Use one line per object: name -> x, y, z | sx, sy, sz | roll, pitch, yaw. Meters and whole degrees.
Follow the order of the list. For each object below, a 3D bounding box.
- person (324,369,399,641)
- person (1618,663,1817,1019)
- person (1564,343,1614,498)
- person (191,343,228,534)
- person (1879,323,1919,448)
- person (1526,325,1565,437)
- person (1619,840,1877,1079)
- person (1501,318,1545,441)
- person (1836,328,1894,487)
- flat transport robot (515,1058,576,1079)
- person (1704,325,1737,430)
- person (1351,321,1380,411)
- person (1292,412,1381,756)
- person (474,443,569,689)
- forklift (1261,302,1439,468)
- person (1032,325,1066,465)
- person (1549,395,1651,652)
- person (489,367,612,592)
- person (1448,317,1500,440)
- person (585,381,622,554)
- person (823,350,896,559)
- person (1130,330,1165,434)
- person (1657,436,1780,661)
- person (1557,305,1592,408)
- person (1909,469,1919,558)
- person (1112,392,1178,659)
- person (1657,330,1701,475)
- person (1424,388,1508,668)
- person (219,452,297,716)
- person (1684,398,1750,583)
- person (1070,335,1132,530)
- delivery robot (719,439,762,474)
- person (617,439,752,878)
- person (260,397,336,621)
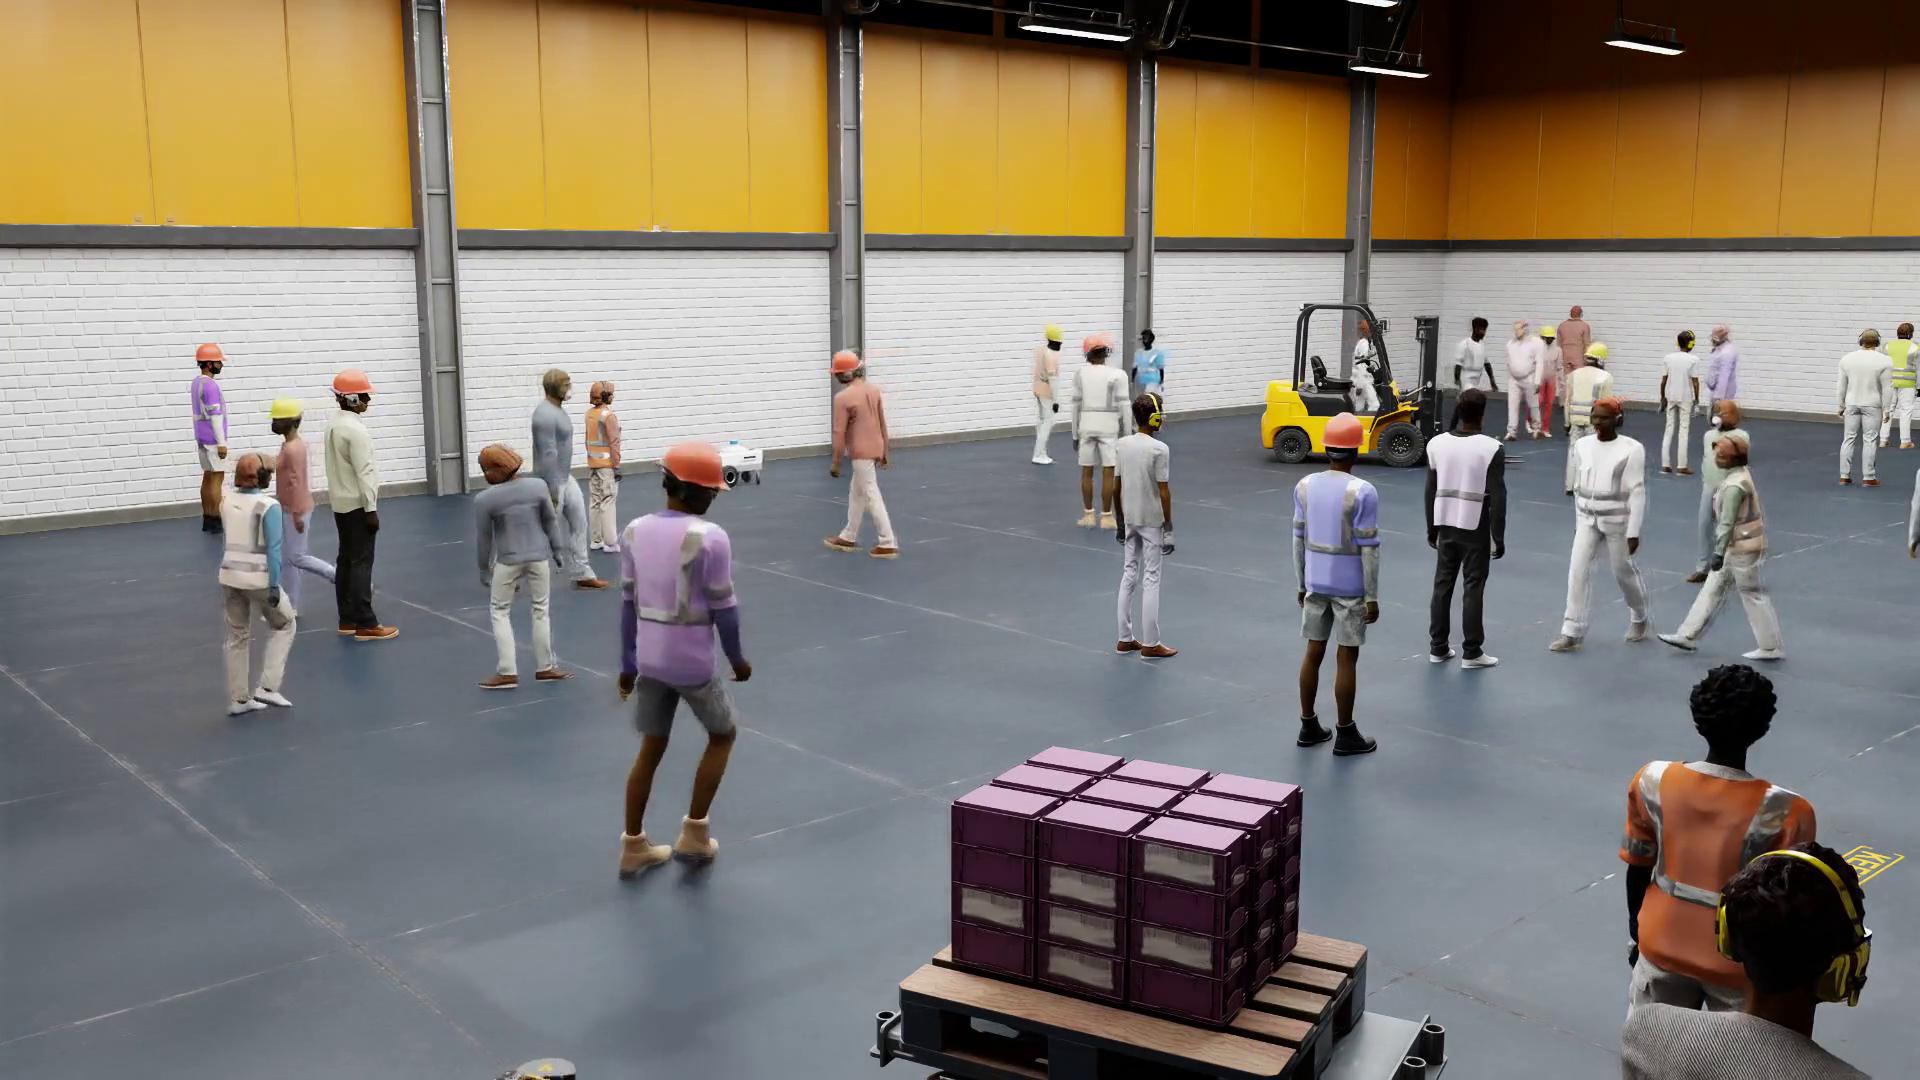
person -> -4.435, -0.258, 12.227 | 0.381, 1.993, 0.622 | -9, 13, -41
person -> 2.120, 1.179, 4.677 | 0.315, 1.700, 0.541 | -9, 13, -41
person -> 7.297, -1.369, 19.313 | 0.451, 1.813, 0.621 | -7, 12, -36
person -> -7.588, -1.032, 16.929 | 0.356, 1.937, 0.552 | -9, 13, -41
person -> 13.818, -2.265, 24.428 | 0.429, 1.843, 0.633 | -9, 13, -41
person -> 9.103, -2.470, 25.900 | 0.544, 1.749, 0.439 | -1, 10, -8
person -> 1.344, 1.417, 2.820 | 0.318, 1.860, 0.531 | -9, 13, -41
person -> 8.638, -2.437, 25.422 | 0.671, 1.914, 0.687 | 9, 13, 43
person -> 11.051, -1.613, 20.326 | 0.362, 1.939, 0.635 | -9, 13, -41
flat transport robot -> -1.366, 1.893, 4.676 | 0.652, 0.197, 1.431 | 4, 11, 23
person -> 10.595, -2.059, 23.140 | 0.485, 1.870, 0.670 | 2, 10, 11
person -> 6.088, -2.341, 24.823 | 0.588, 1.864, 0.571 | 1, 10, 6
person -> 2.142, 0.248, 9.418 | 0.340, 1.942, 0.552 | -9, 13, -41
person -> -2.877, 0.161, 10.913 | 0.620, 1.611, 0.323 | -5, 11, -25
forklift -> 5.320, -2.157, 22.763 | 2.313, 2.155, 1.214 | 3, 10, 16
person -> 1.180, -1.959, 22.545 | 0.432, 1.885, 0.683 | -2, 10, -11
person -> 4.689, -0.132, 11.965 | 0.973, 1.846, 0.592 | -7, 12, -35
person -> -3.464, -0.489, 13.878 | 0.938, 1.909, 0.638 | 0, 10, -1
person -> 7.680, -2.354, 24.735 | 0.643, 1.899, 1.003 | -9, 13, -42
person -> -3.380, -0.691, 15.802 | 0.306, 1.640, 0.522 | -9, 13, -41
person -> -0.972, -0.802, 15.560 | 0.900, 1.939, 0.641 | 5, 11, 28
person -> 2.926, -2.479, 26.213 | 0.548, 1.644, 0.889 | 9, 13, 43
person -> 5.341, 0.055, 11.576 | 0.831, 1.580, 0.568 | 4, 10, 21
person -> 11.329, -3.365, 30.658 | 0.410, 1.913, 0.651 | -9, 13, -41
person -> 6.949, -0.005, 11.662 | 0.512, 1.685, 0.884 | 4, 10, 22
person -> 1.302, -0.101, 11.678 | 0.318, 1.870, 0.531 | -9, 13, -41
person -> 9.290, -1.770, 21.504 | 0.337, 1.864, 0.578 | -8, 12, -38
person -> 3.452, -0.076, 11.396 | 0.373, 1.918, 0.602 | -9, 13, -41
person -> -4.347, 0.273, 10.214 | 0.526, 1.615, 0.405 | 4, 11, 23
person -> 6.611, -0.427, 14.324 | 0.657, 1.613, 0.506 | -4, 11, -23
person -> 1.461, -1.101, 17.172 | 0.694, 2.007, 0.405 | 4, 11, 25
delivery robot -> -2.784, -0.995, 20.481 | 0.707, 0.478, 0.477 | -9, 13, -43
person -> -1.277, 0.549, 7.489 | 0.635, 2.002, 0.527 | 7, 12, 35
person -> -5.057, -0.236, 12.836 | 0.678, 1.748, 0.528 | -4, 11, -23
